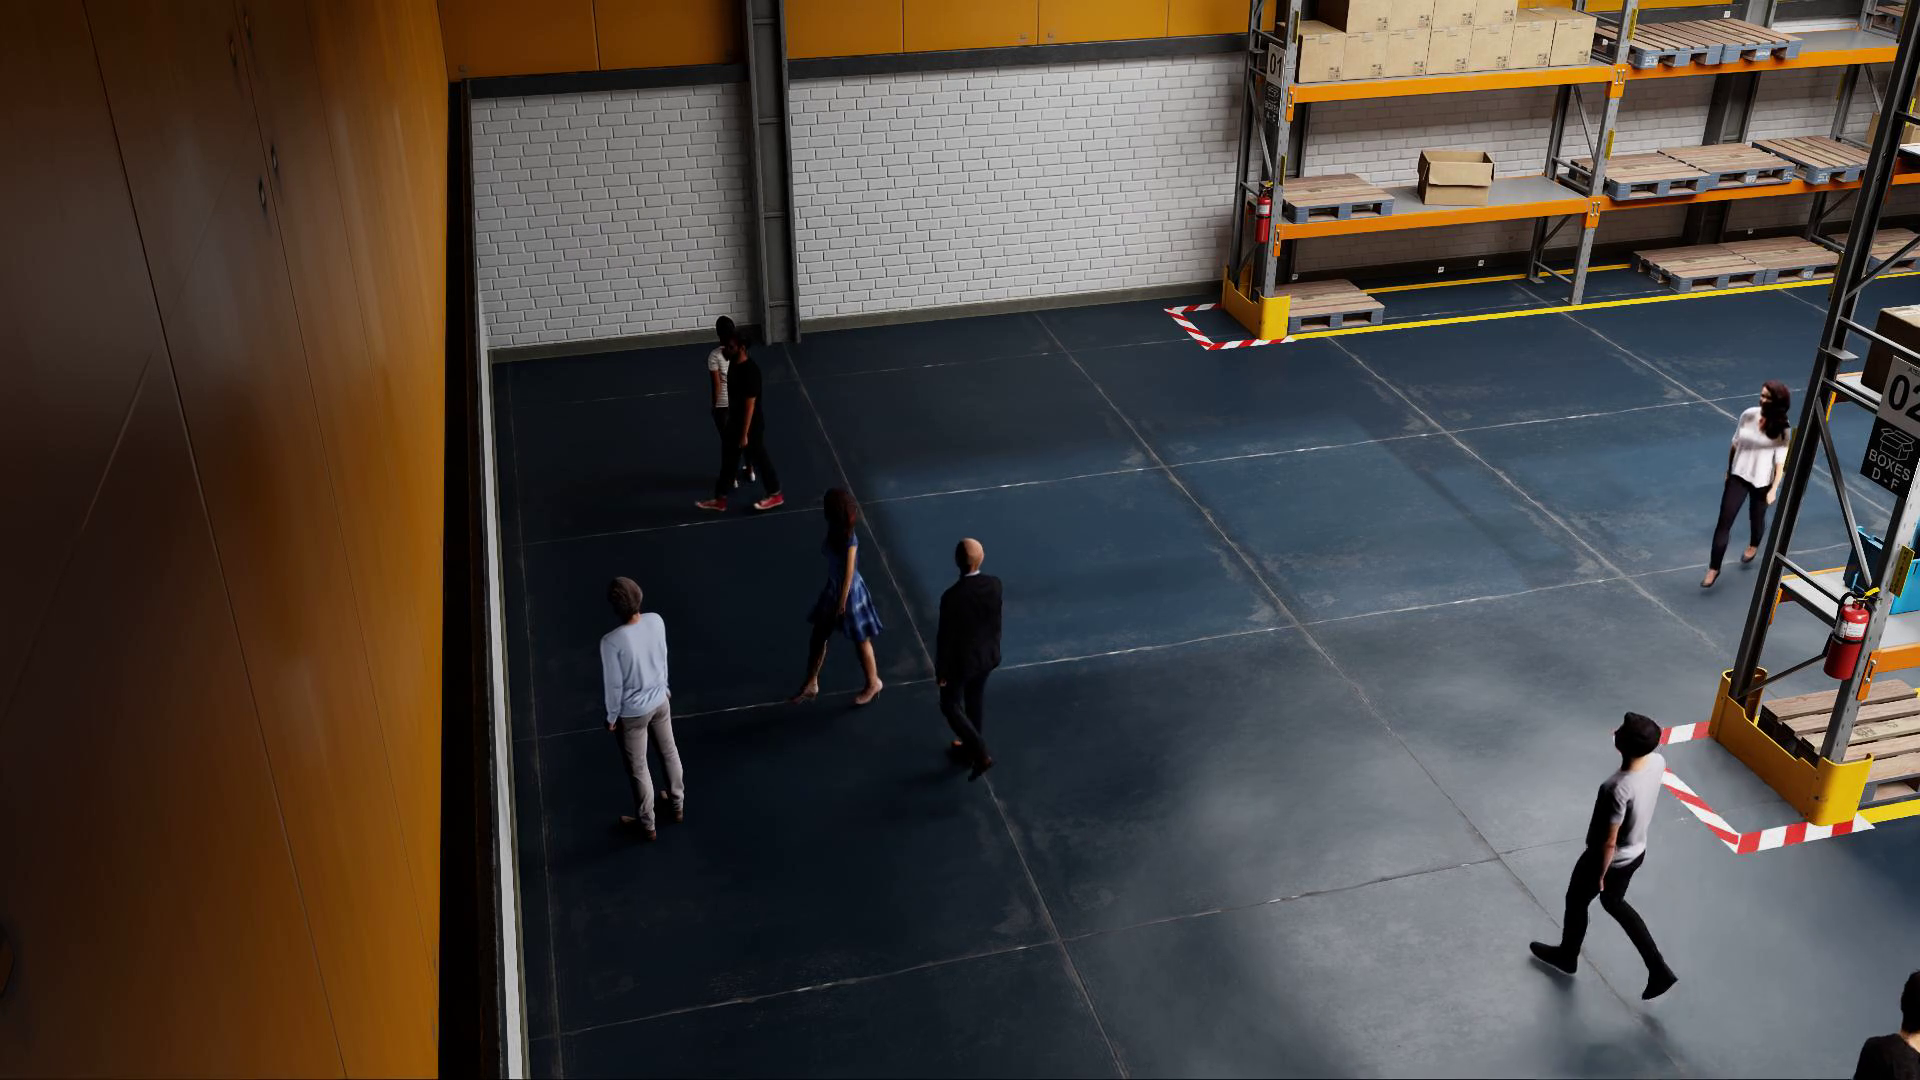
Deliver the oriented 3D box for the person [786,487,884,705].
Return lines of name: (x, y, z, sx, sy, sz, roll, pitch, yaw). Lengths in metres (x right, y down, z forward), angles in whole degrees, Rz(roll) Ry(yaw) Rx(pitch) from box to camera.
person: (-0.750, 0.423, 11.980, 0.986, 1.780, 0.759, -13, 31, -22)

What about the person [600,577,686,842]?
person: (-2.041, 1.070, 10.679, 0.813, 1.889, 0.702, 24, 37, 37)

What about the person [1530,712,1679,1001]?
person: (3.766, 1.815, 9.364, 1.101, 1.841, 0.980, -20, 34, -32)

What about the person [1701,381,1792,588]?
person: (6.543, -0.477, 13.656, 1.188, 1.753, 0.969, -25, 37, -38)

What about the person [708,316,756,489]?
person: (-2.089, -1.273, 15.228, 0.587, 1.646, 0.702, -21, 35, -33)

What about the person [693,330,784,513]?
person: (-1.822, -1.033, 14.709, 1.092, 1.723, 0.808, -15, 32, -26)

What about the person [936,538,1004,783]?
person: (0.103, 0.839, 11.206, 0.932, 1.790, 0.903, -17, 33, -29)
